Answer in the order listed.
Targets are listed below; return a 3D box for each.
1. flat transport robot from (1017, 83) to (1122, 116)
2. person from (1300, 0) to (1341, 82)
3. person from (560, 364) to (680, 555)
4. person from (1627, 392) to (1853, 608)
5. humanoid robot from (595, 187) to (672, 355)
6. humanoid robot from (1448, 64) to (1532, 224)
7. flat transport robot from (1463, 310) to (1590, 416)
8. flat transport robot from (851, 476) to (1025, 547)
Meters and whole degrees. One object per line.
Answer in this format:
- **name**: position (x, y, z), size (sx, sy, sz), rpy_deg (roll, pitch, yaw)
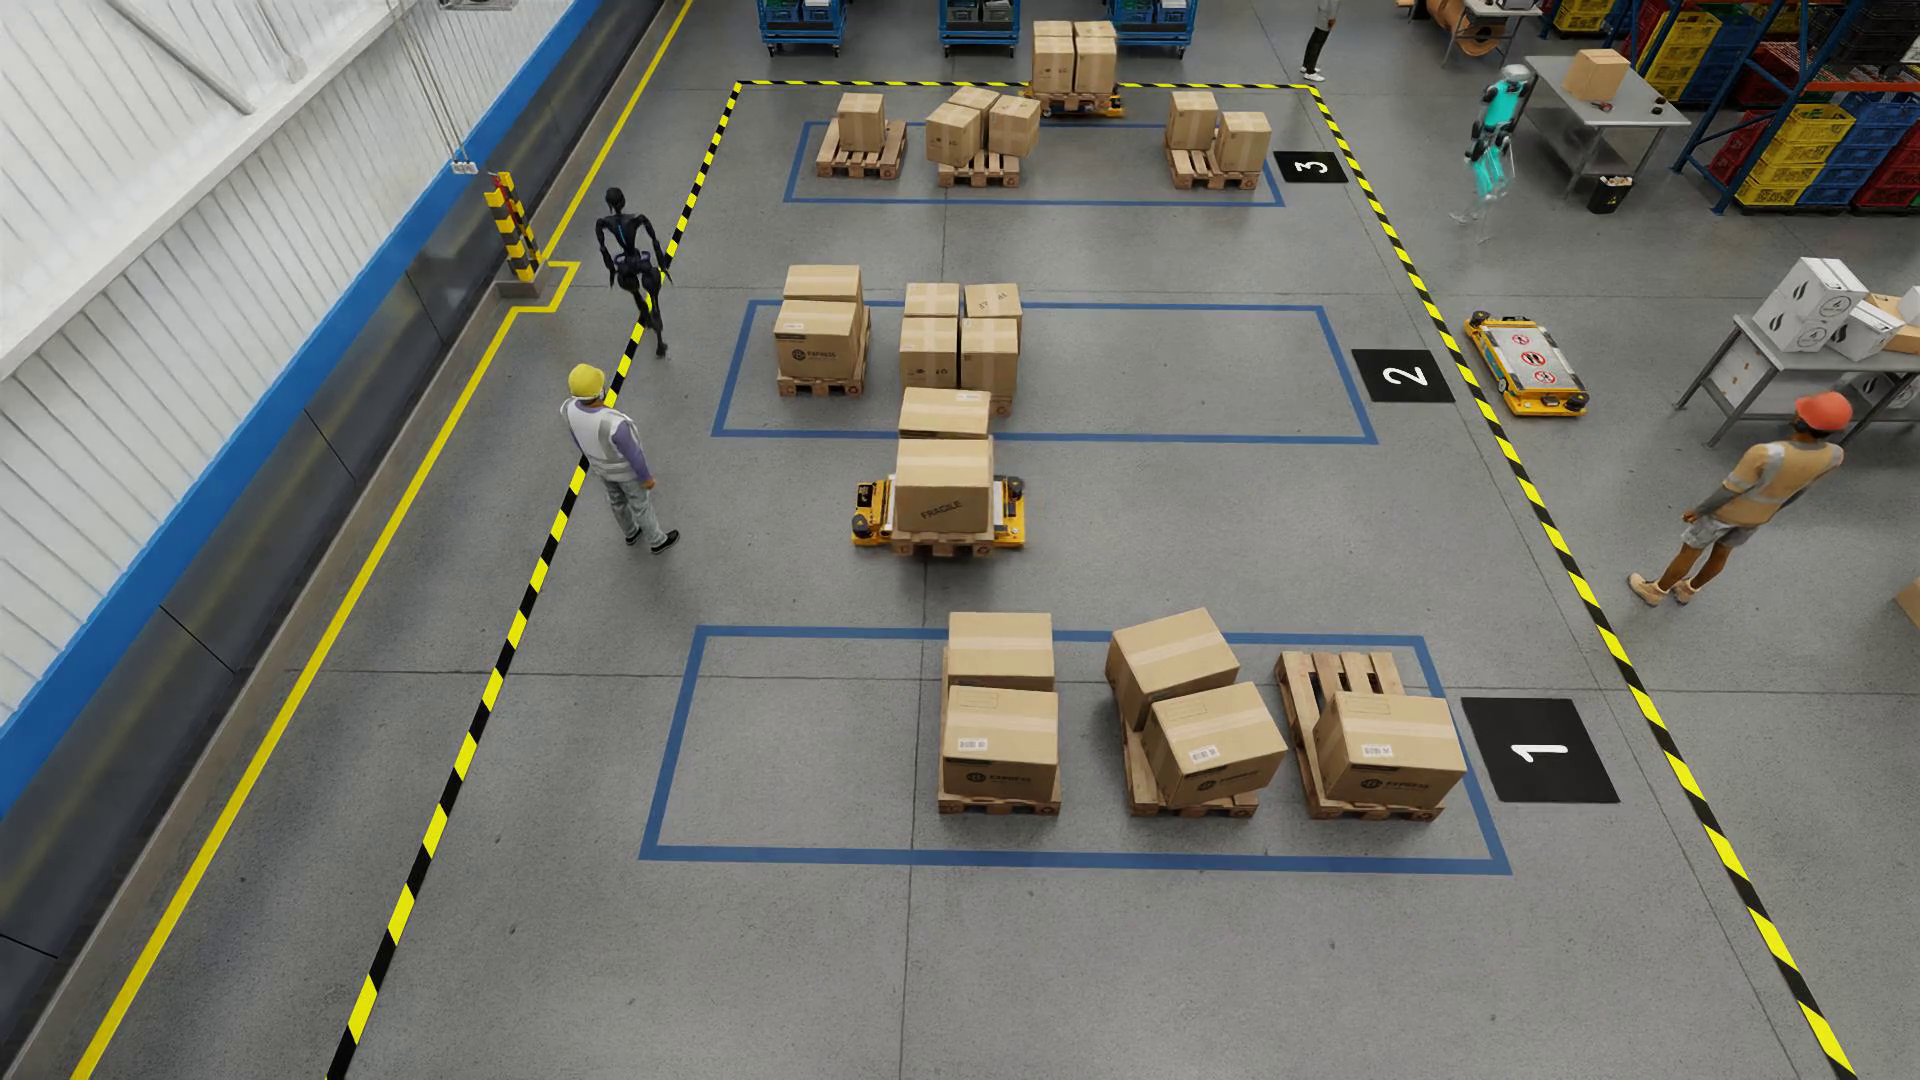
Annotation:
- **flat transport robot**: position (1.534, -6.209, 12.889), size (1.431, 0.197, 0.652), rpy_deg (1, 49, 1)
- **person**: position (5.277, -7.548, 13.022), size (0.401, 1.848, 0.590), rpy_deg (4, 49, 4)
- **person**: position (-2.601, -0.594, 7.009), size (0.599, 1.836, 0.404), rpy_deg (21, 52, 17)
- **person**: position (5.572, -0.238, 6.565), size (0.604, 2.048, 0.366), rpy_deg (-1, 49, -1)
- **humanoid robot**: position (-3.149, -2.637, 8.916), size (0.593, 1.624, 0.794), rpy_deg (-7, 49, -6)
- **humanoid robot**: position (5.997, -4.313, 10.207), size (0.533, 1.677, 0.735), rpy_deg (-12, 50, -10)
- **flat transport robot**: position (5.573, -1.757, 9.054), size (0.659, 0.231, 1.431), rpy_deg (1, 49, 1)
- **flat transport robot**: position (-0.176, -0.257, 7.738), size (1.431, 0.197, 0.652), rpy_deg (1, 49, 1)
